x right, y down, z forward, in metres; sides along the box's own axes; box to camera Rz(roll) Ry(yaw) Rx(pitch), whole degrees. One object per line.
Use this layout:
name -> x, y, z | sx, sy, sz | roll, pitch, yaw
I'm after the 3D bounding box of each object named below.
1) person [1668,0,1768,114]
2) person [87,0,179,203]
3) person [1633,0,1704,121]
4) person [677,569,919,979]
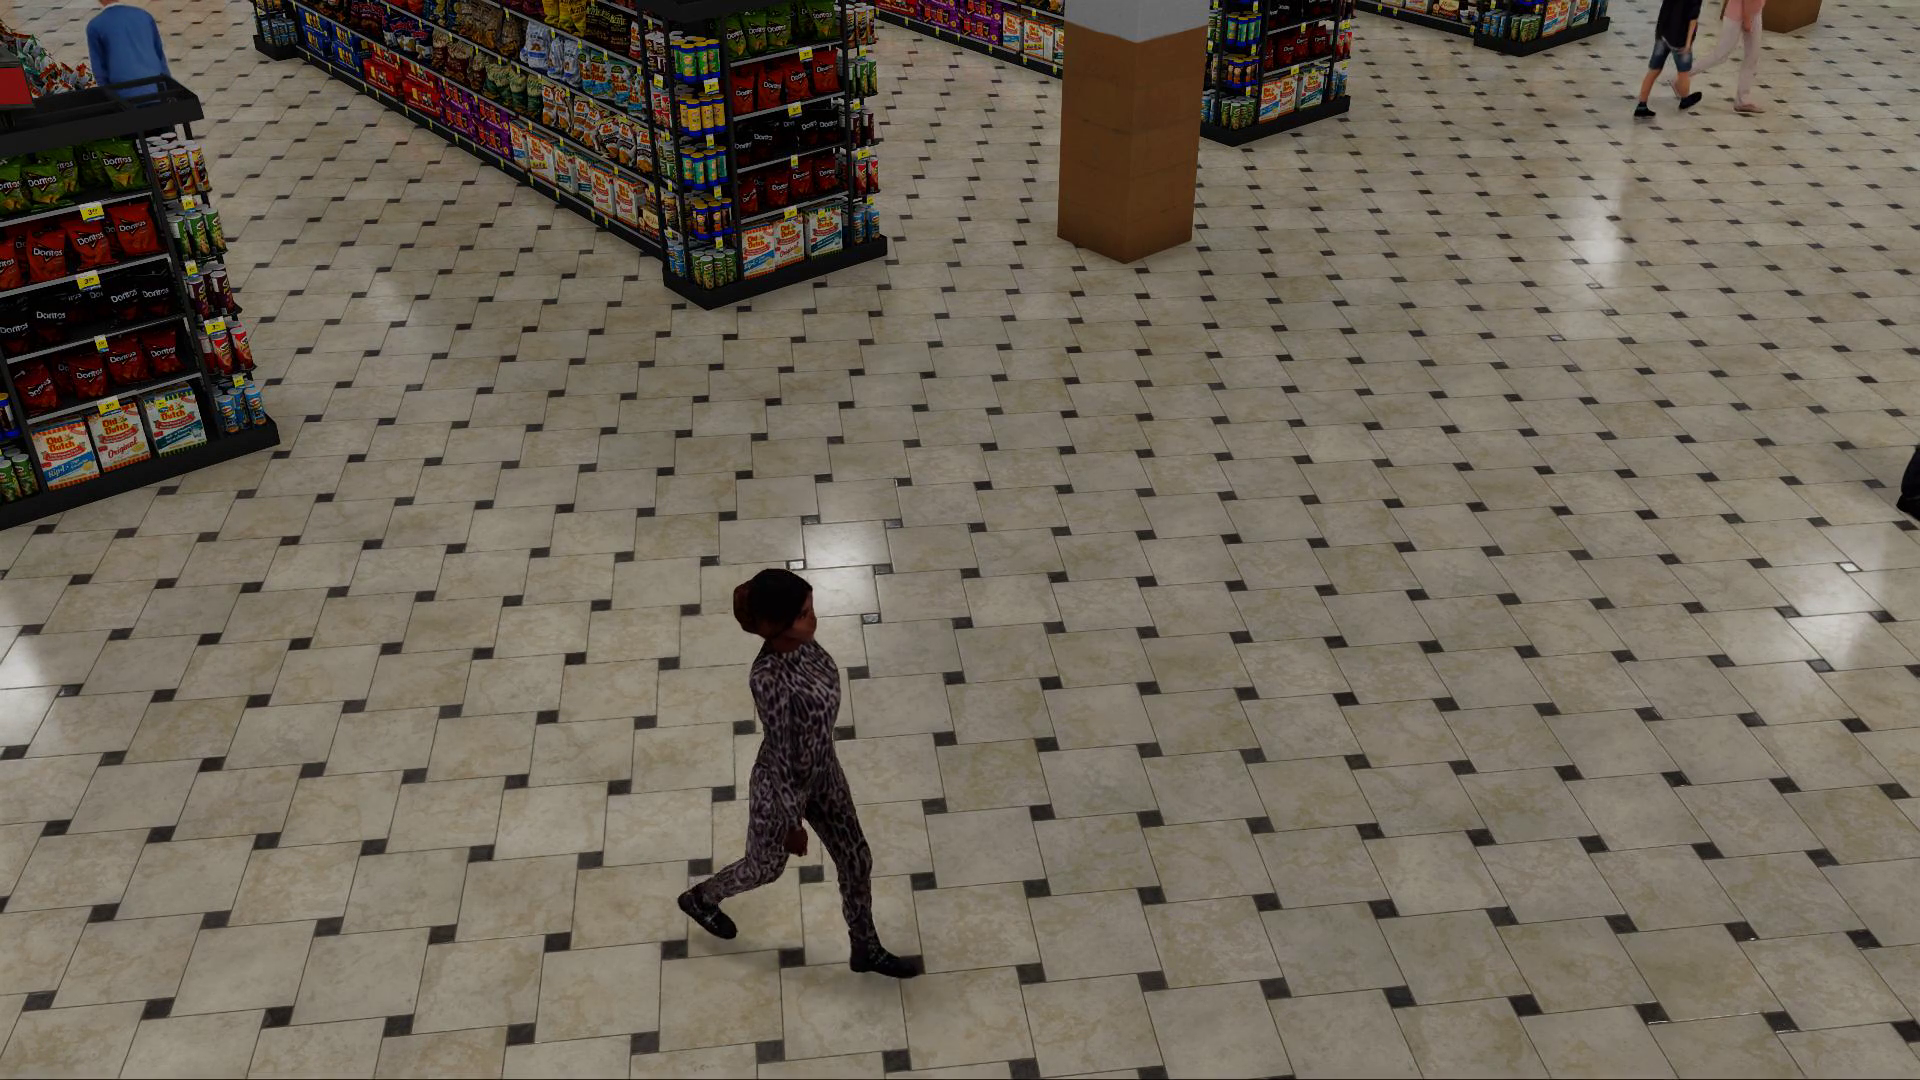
person -> 6.645, -4.536, 14.303 | 1.106, 1.697, 0.723 | 24, 39, 33
person -> -5.943, -3.231, 12.104 | 0.687, 1.804, 0.643 | -27, 41, -36
person -> 6.020, -4.259, 14.129 | 0.699, 1.409, 0.928 | -18, 36, -26
person -> -0.644, 0.836, 5.688 | 1.210, 1.677, 0.999 | 10, 33, 15
